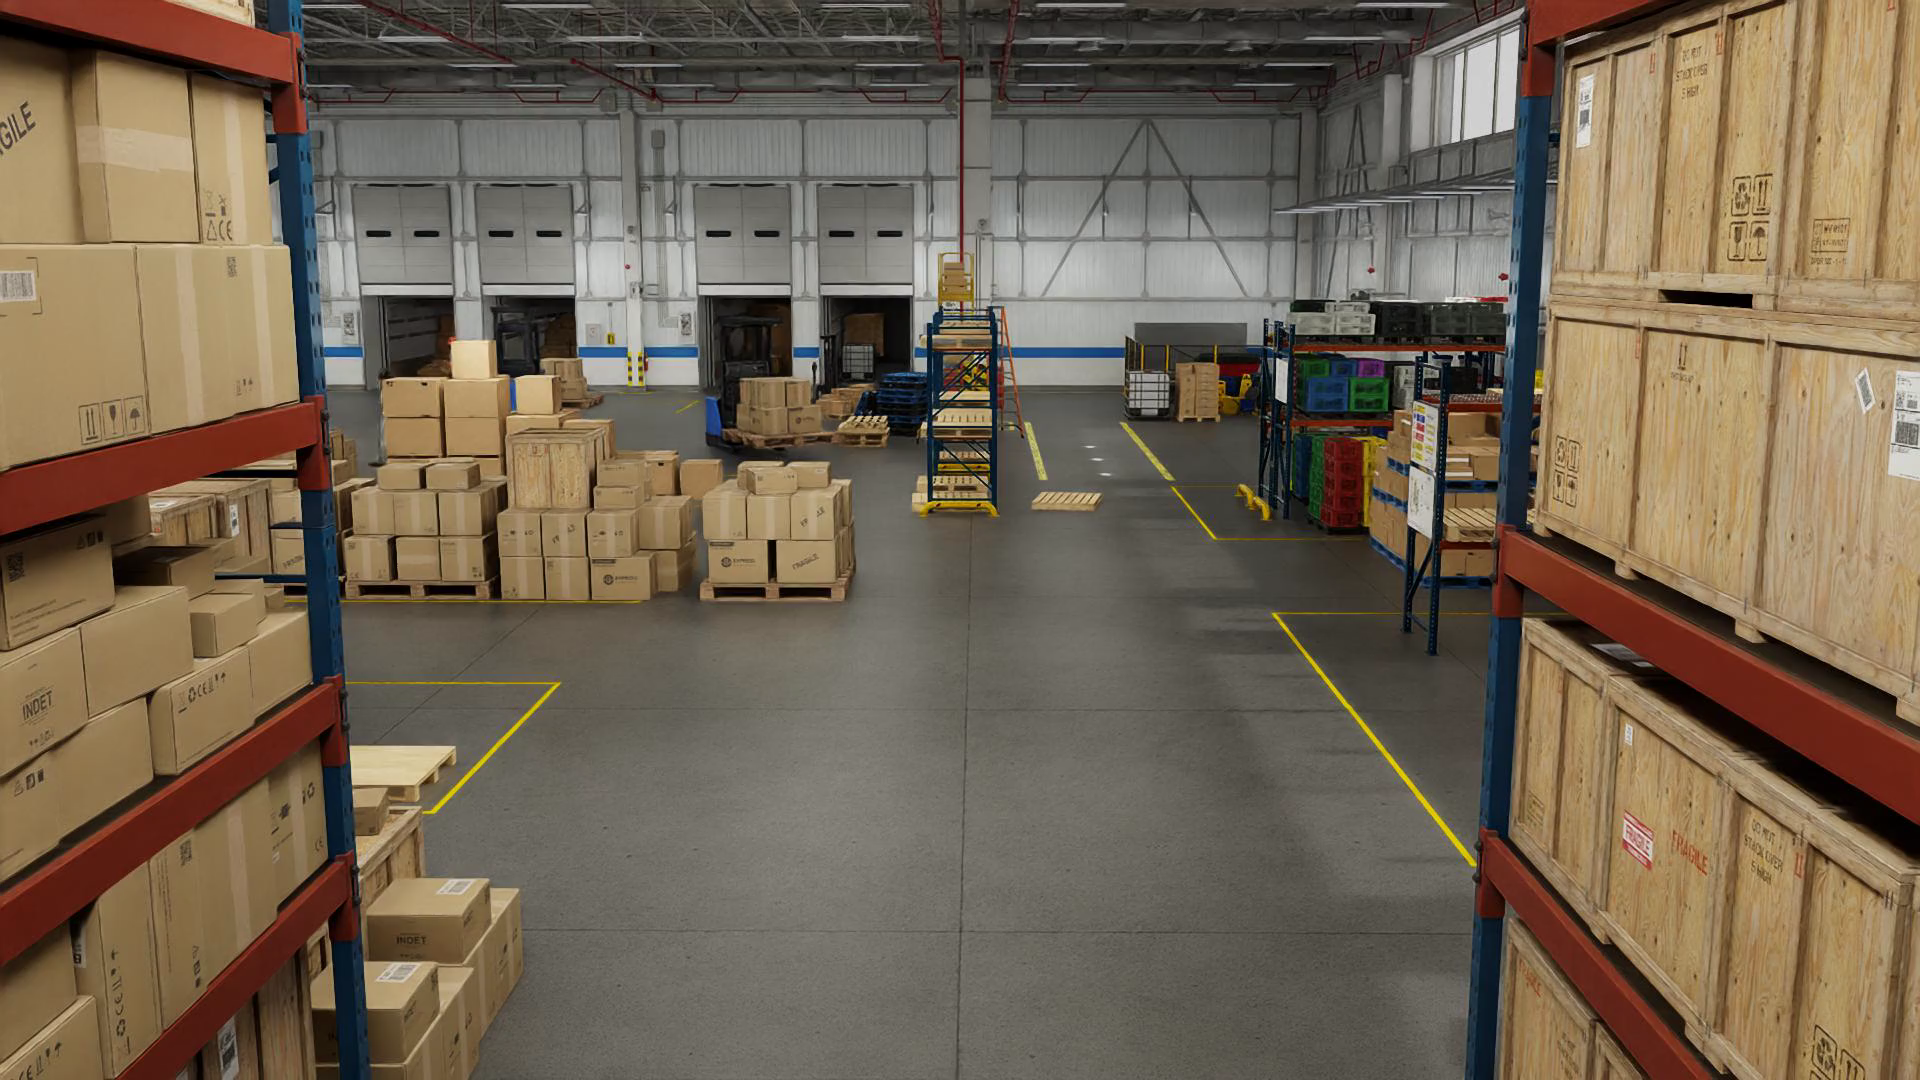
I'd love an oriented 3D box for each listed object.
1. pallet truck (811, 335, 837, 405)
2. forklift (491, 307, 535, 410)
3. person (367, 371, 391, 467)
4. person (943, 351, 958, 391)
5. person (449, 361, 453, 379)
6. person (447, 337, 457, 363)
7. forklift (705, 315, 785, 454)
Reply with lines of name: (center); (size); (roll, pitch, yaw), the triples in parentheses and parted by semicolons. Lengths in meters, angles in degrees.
pallet truck: (-3.021, -4.312, 43.126); (1.885, 1.965, 0.823); (3, 10, 17)
forklift: (-10.749, -4.230, 40.107); (1.129, 2.768, 1.873); (0, 10, 1)
person: (-10.876, -2.309, 31.923); (1.047, 1.887, 0.620); (2, 10, 11)
person: (-0.310, -3.796, 40.471); (1.007, 1.888, 0.640); (-5, 11, -24)
person: (-12.973, -4.073, 42.678); (0.532, 1.671, 0.568); (2, 10, 11)
person: (-13.151, -4.312, 43.296); (0.362, 1.935, 0.553); (-9, 13, -43)
forklift: (-4.554, -3.289, 34.675); (1.129, 2.768, 1.873); (-5, 11, -27)
